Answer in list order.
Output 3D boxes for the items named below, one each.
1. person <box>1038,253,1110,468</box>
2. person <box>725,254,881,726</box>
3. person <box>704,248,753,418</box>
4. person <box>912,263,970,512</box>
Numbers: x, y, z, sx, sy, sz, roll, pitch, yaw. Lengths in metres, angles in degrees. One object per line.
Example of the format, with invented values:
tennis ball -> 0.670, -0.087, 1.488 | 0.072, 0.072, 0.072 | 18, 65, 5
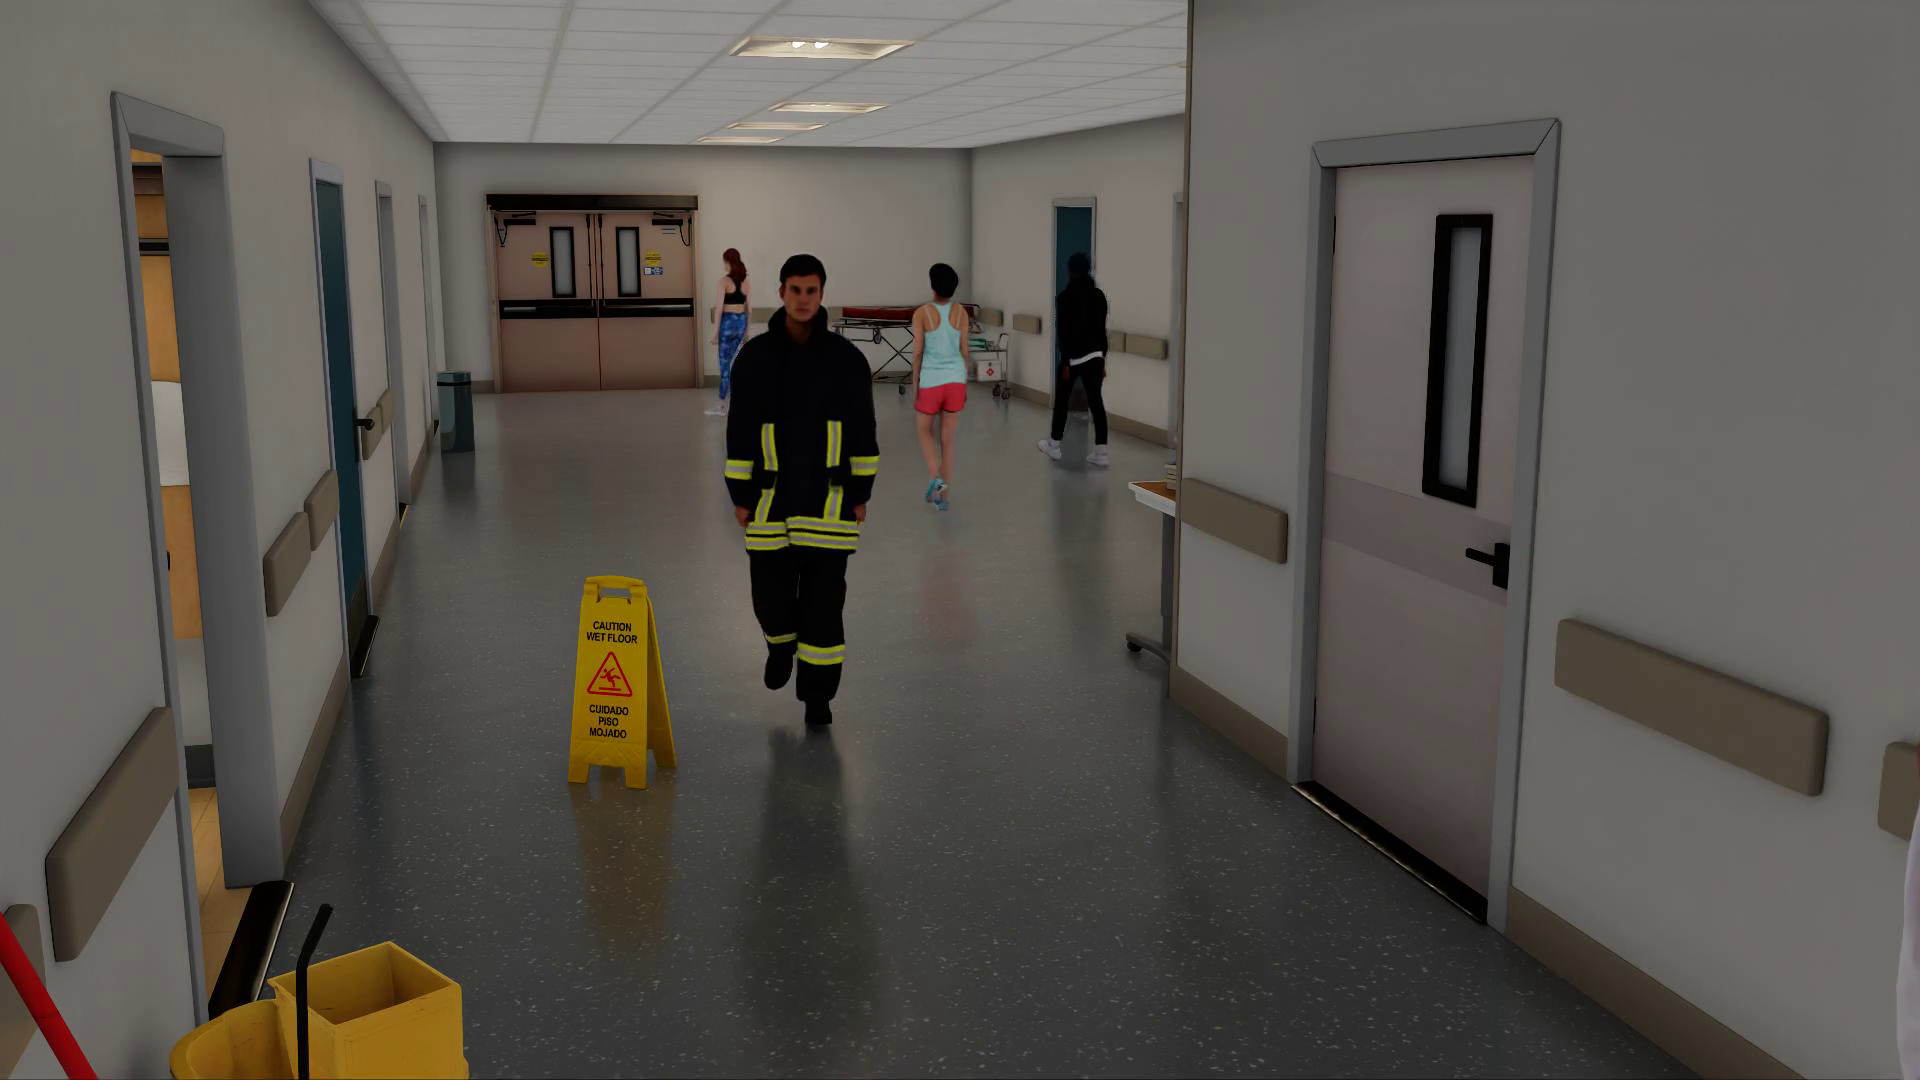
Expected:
person -> 1.058, -1.490, 13.973 | 0.834, 1.771, 1.143 | -6, 12, -29
person -> -0.649, -0.208, 6.837 | 0.861, 1.912, 0.926 | -1, 11, -5
person -> -2.354, -2.101, 17.261 | 0.995, 1.746, 0.879 | 10, 15, 42
person -> -0.108, -1.058, 11.745 | 0.606, 1.752, 0.735 | -2, 11, -10
